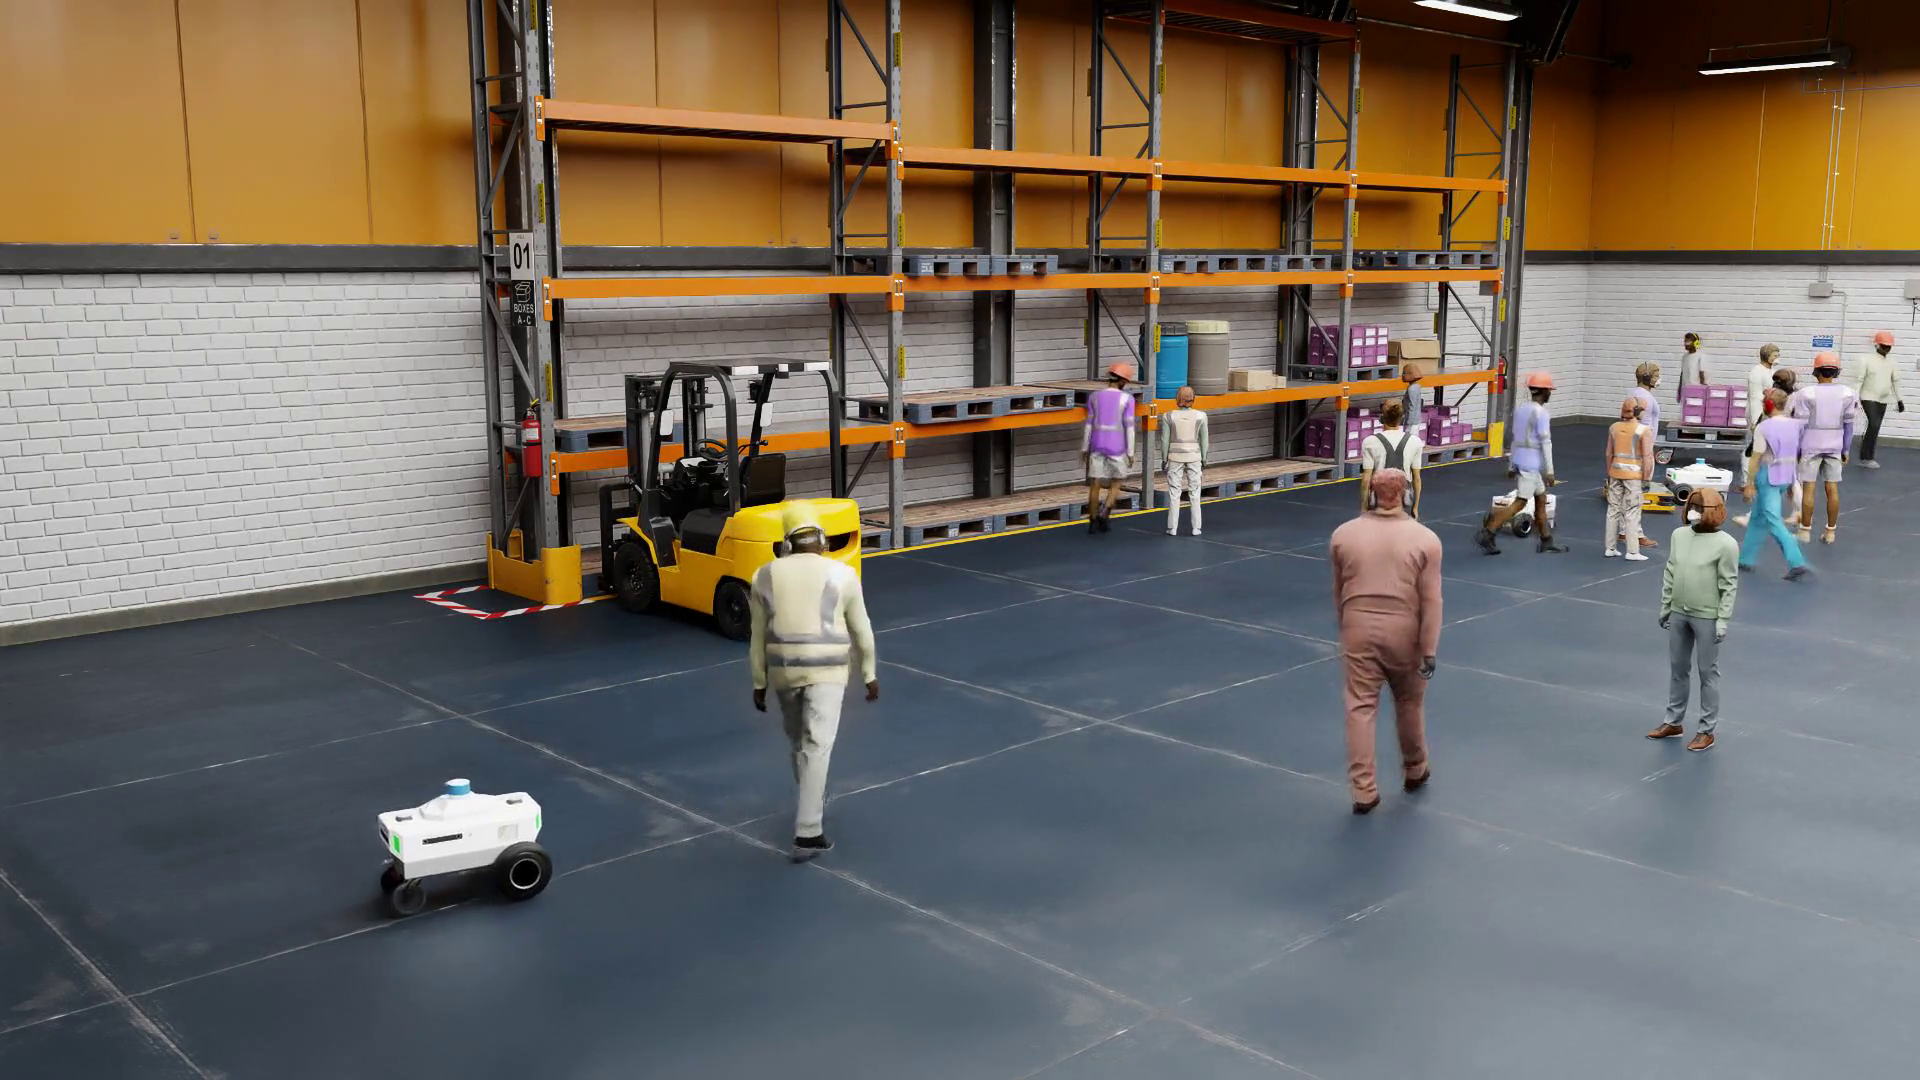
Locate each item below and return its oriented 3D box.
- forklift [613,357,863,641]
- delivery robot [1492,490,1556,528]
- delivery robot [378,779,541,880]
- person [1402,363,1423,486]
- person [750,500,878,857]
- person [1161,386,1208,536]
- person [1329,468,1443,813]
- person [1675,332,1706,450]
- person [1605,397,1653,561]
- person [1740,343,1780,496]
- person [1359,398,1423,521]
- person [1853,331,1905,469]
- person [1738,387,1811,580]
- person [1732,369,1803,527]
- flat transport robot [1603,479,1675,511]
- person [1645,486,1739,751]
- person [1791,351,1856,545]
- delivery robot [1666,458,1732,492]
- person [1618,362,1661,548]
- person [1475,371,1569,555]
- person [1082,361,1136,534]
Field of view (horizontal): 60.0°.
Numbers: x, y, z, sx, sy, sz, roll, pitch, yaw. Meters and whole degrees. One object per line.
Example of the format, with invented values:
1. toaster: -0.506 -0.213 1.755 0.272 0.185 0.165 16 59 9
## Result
1. forklift: -1.847 -0.414 13.852 1.214 2.155 2.313 -9 13 -42
2. delivery robot: 6.168 -0.382 18.184 0.707 0.478 0.477 -5 11 -29
3. delivery robot: -2.367 1.376 7.878 0.707 0.478 0.477 -6 12 -30
4. person: 5.927 -1.503 21.871 0.280 1.631 0.504 4 11 23
5. person: -0.766 0.691 8.618 0.626 1.782 0.877 2 10 12
6. person: 2.432 -0.847 18.015 0.511 1.640 0.308 1 10 3
7. person: 2.396 0.528 9.289 0.642 1.863 0.914 5 11 26
8. person: 11.461 -2.322 26.027 0.480 1.851 0.543 -3 10 -16
9. person: 6.679 -0.610 16.634 0.315 1.636 0.515 -5 11 -28
10. person: 10.182 -1.532 21.150 0.355 1.936 0.635 9 13 41
11. person: 3.641 -0.283 14.108 0.506 1.846 0.344 0 10 2
12. person: 13.153 -1.990 23.750 0.647 1.962 0.752 -3 10 -15
13. person: 7.710 -0.537 15.721 0.578 1.808 0.935 -6 11 -31
14. person: 9.195 -1.028 18.667 1.001 1.790 0.635 -1 10 -5
15. flat transport robot: 8.278 -0.555 20.300 0.652 0.197 1.431 3 10 15
16. person: 4.543 0.475 10.283 0.284 1.636 0.497 -5 11 -26
17. person: 9.058 -0.966 17.521 0.605 2.045 0.379 1 10 6
18. delivery robot: 9.054 -0.755 20.369 0.707 0.478 0.477 1 10 8
19. person: 7.134 -0.897 17.429 0.372 1.940 0.631 1 10 7
20. person: 5.730 -0.771 16.901 0.999 1.887 0.533 -1 10 -4
21. person: 1.605 -0.996 18.136 0.649 1.894 0.510 4 11 23
